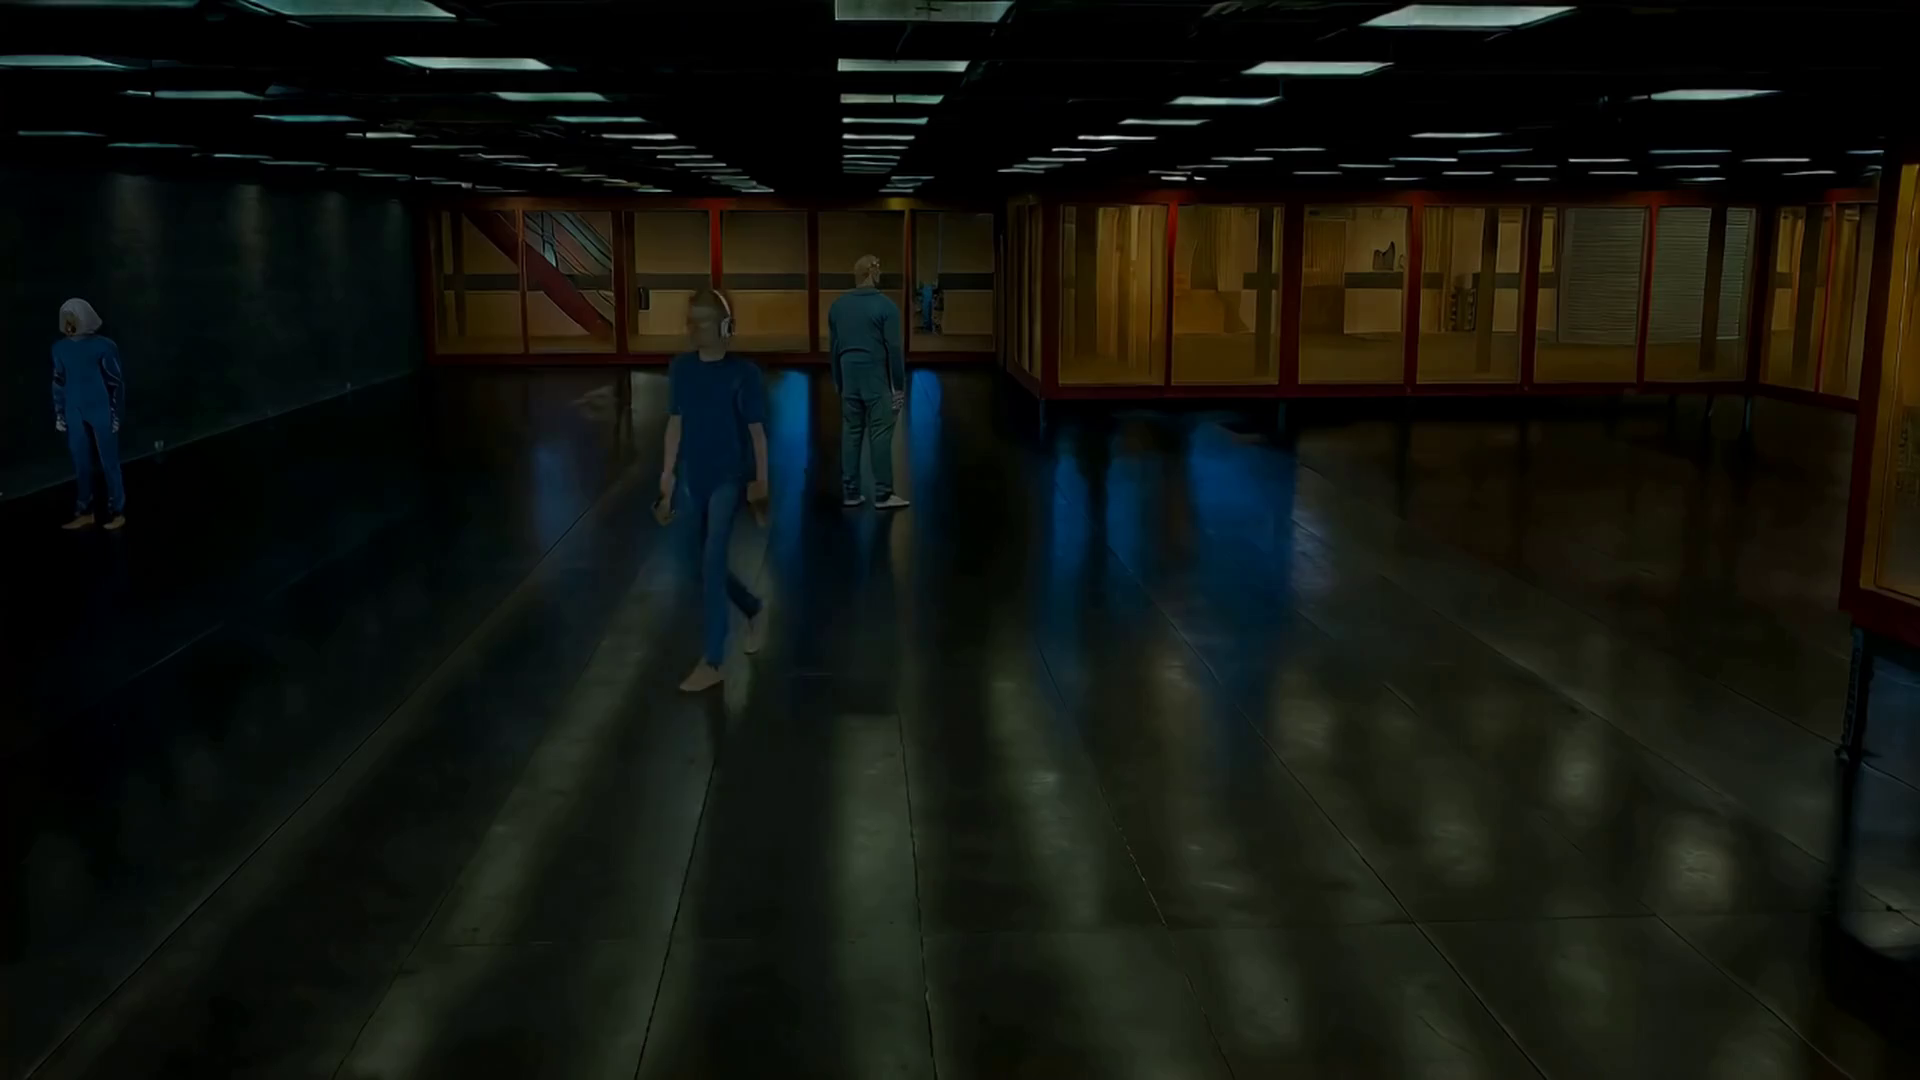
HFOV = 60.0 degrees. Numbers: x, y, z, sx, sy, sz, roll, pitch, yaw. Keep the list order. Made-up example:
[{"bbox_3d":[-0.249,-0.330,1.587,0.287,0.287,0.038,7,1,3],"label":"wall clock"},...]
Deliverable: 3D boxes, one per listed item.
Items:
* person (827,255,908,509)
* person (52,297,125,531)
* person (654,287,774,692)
[{"bbox_3d":[-0.677,-1.185,12.579,0.643,1.909,0.410,6,12,30],"label":"person"},{"bbox_3d":[-6.098,-0.875,11.642,0.498,1.634,0.284,2,11,9],"label":"person"},{"bbox_3d":[-1.111,-0.263,7.810,0.513,1.846,0.785,6,12,29],"label":"person"}]
